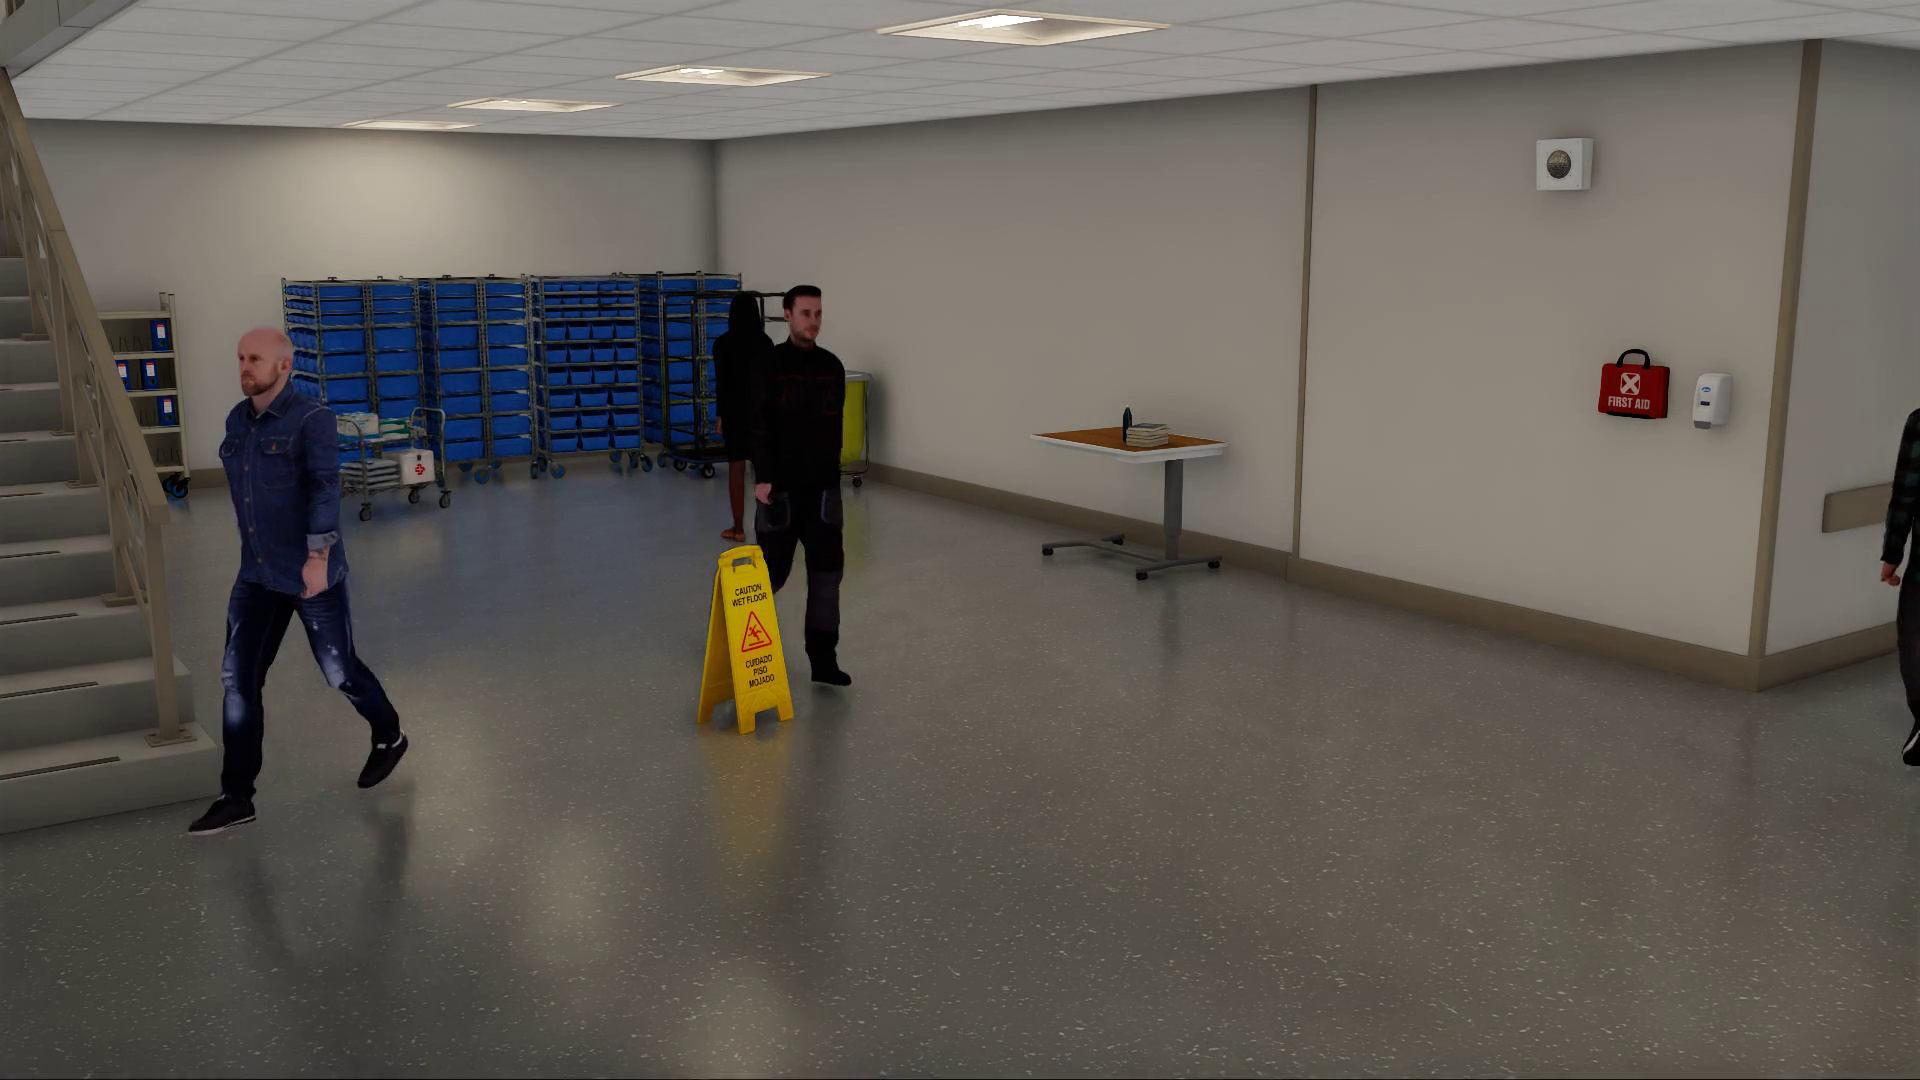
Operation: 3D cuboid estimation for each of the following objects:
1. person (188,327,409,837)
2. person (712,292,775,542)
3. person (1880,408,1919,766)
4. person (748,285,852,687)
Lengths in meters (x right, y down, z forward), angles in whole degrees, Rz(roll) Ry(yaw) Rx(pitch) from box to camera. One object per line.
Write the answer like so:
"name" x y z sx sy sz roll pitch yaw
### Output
"person" -2.400 0.141 6.138 1.254 1.785 1.215 4 11 20
"person" -1.496 -0.864 11.612 0.611 1.721 0.500 -7 13 -33
"person" 3.718 0.060 6.177 0.902 1.701 0.922 5 12 26
"person" -0.818 -0.254 7.929 0.701 1.894 1.063 -7 13 -33
